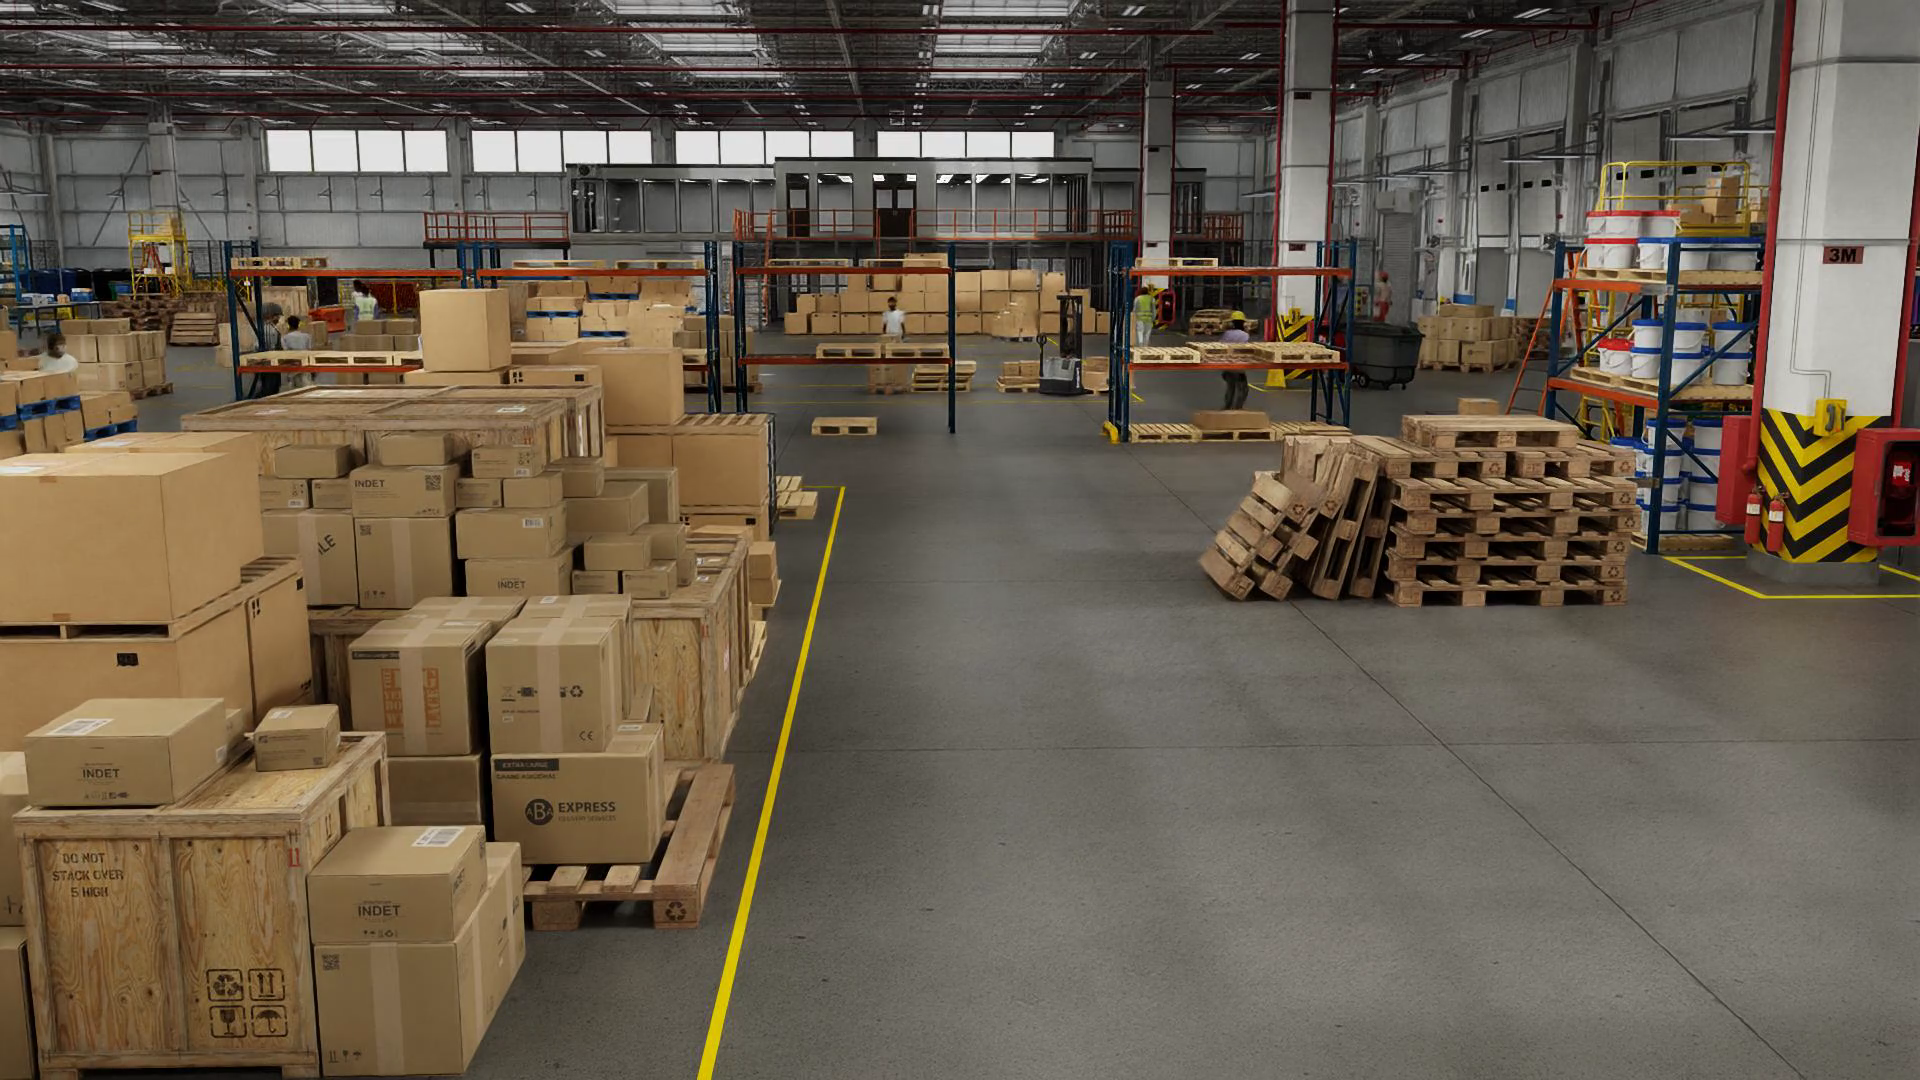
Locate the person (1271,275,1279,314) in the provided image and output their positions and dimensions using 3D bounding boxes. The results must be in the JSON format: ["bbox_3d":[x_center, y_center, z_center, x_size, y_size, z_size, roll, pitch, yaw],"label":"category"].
[{"bbox_3d":[13.248,-10.259,68.882,0.612,1.893,1.008,10,14,44],"label":"person"}]

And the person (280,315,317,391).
[{"bbox_3d":[-11.028,-2.846,27.830,0.540,1.826,0.783,-7,13,-36],"label":"person"}]

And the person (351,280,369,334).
[{"bbox_3d":[-17.643,-6.711,49.047,0.621,1.930,0.972,2,10,9],"label":"person"}]

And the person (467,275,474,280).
[{"bbox_3d":[-20.324,-10.218,68.787,0.517,1.843,0.326,-2,10,-11],"label":"person"}]

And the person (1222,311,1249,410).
[{"bbox_3d":[4.549,-2.835,27.532,0.532,1.889,0.600,-8,13,-37],"label":"person"}]

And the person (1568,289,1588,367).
[{"bbox_3d":[14.829,-5.041,39.763,0.605,1.908,0.424,-2,10,-9],"label":"person"}]

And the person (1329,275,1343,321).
[{"bbox_3d":[12.878,-8.152,57.096,0.483,1.921,0.548,8,13,36],"label":"person"}]

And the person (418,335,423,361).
[{"bbox_3d":[-8.322,-2.648,26.511,0.574,1.885,0.355,2,10,11],"label":"person"}]

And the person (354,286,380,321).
[{"bbox_3d":[-15.690,-5.786,44.055,0.611,1.871,1.016,-3,11,-16],"label":"person"}]

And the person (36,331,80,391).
[{"bbox_3d":[-11.597,-1.717,21.258,0.723,1.912,0.660,5,11,26],"label":"person"}]

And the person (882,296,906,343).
[{"bbox_3d":[-1.463,-4.510,36.981,0.531,1.848,0.522,-1,10,-4],"label":"person"}]

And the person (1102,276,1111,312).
[{"bbox_3d":[6.267,-10.591,70.757,0.356,1.885,0.572,-3,11,-14],"label":"person"}]

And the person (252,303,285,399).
[{"bbox_3d":[-11.759,-3.041,28.259,0.688,2.000,0.706,-3,11,-17],"label":"person"}]

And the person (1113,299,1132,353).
[{"bbox_3d":[3.379,-4.143,34.684,0.372,1.940,0.630,8,13,38],"label":"person"}]

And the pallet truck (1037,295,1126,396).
[{"bbox_3d":[2.483,-3.881,33.060,1.885,1.965,0.823,-7,13,-36],"label":"pallet truck"}]

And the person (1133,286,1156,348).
[{"bbox_3d":[5.086,-6.074,45.770,0.623,1.822,0.546,0,10,1],"label":"person"}]

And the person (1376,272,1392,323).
[{"bbox_3d":[14.843,-8.409,58.354,0.626,1.971,0.674,-5,11,-25],"label":"person"}]
